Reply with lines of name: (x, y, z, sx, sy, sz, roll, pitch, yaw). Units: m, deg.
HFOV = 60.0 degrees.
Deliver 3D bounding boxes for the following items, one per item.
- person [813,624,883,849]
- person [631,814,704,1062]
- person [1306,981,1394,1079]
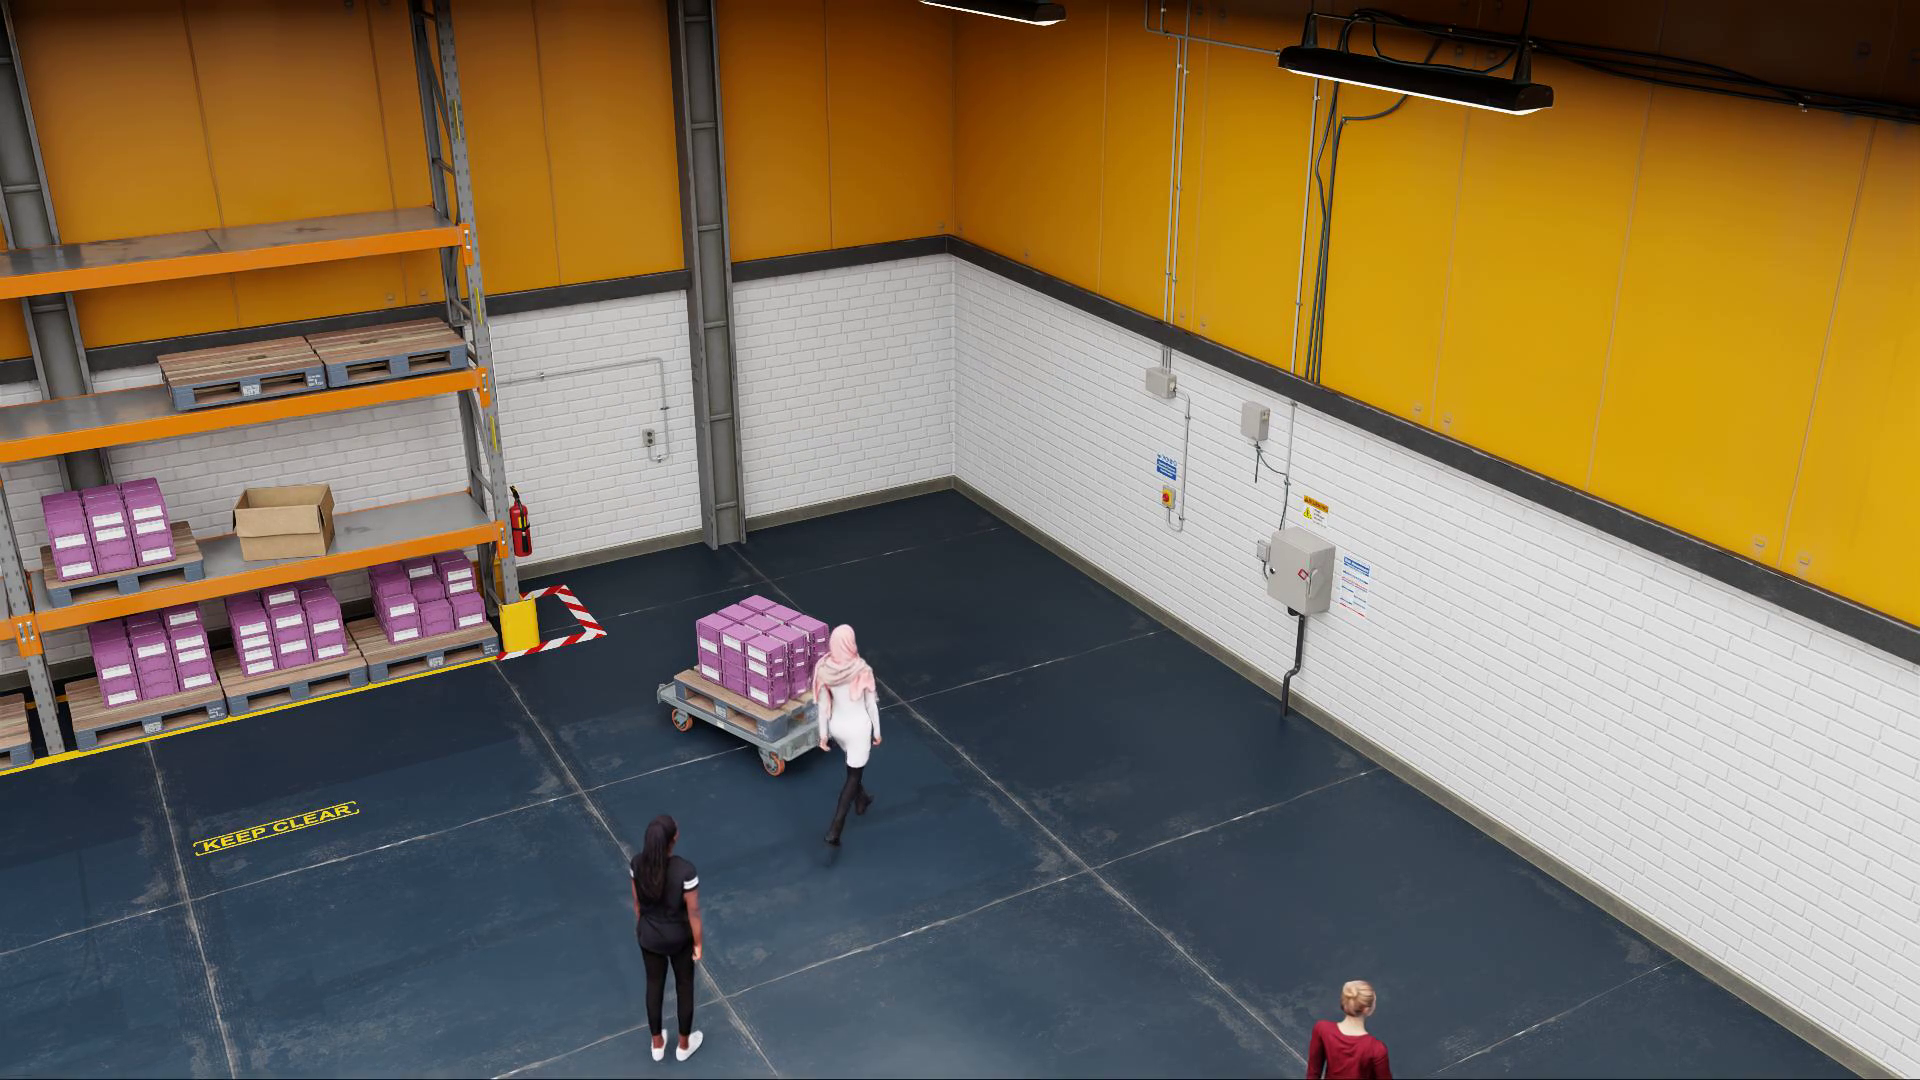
person: (-0.864, 1.519, 12.708, 1.130, 1.768, 1.237, 8, 25, 18)
person: (-1.849, 2.506, 10.498, 0.704, 1.729, 0.769, 5, 24, 11)
person: (2.124, 3.121, 9.124, 0.684, 1.704, 0.662, 14, 27, 30)
